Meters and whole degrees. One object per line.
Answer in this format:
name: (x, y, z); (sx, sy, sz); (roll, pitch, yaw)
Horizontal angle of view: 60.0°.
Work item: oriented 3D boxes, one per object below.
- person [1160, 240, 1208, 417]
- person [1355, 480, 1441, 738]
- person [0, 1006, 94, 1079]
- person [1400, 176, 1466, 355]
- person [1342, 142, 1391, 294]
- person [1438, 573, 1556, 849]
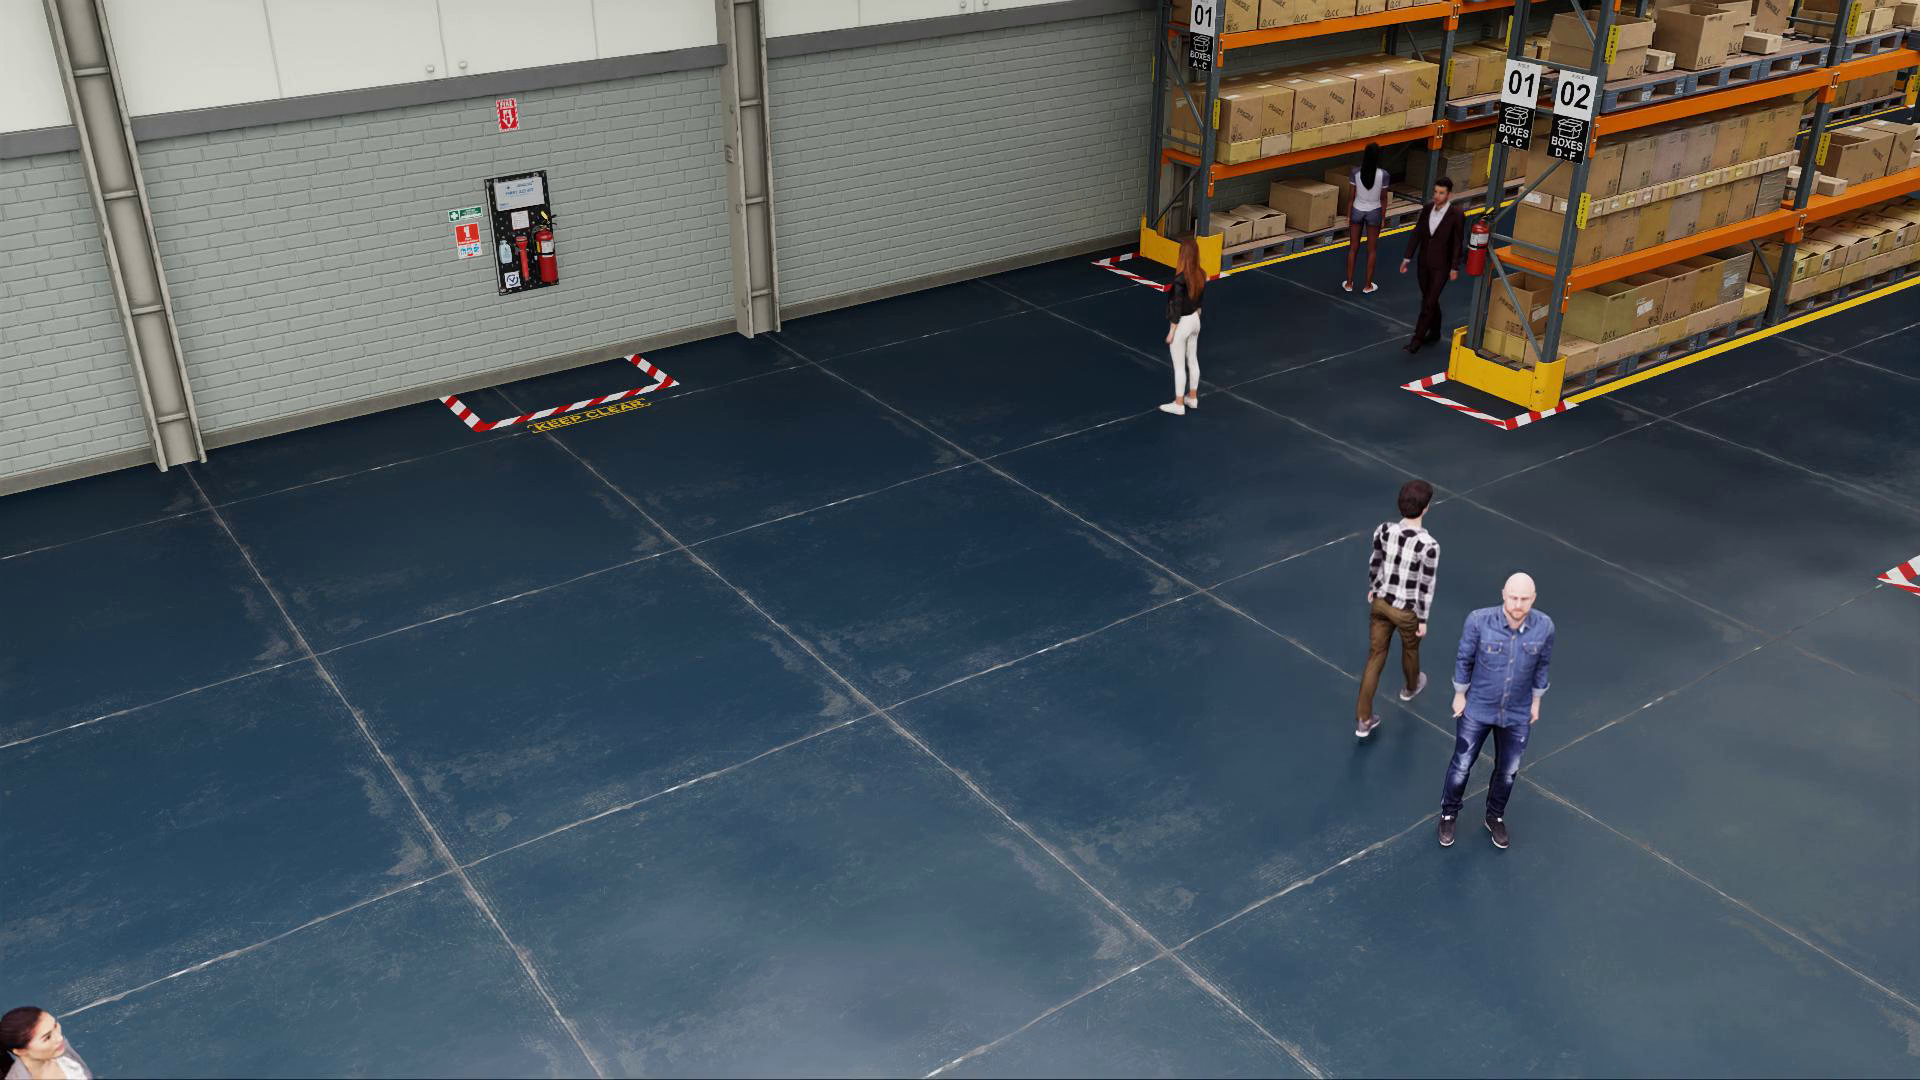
person: (2.153, -2.041, 15.898); (0.699, 1.704, 0.521); (24, 36, 38)
person: (2.837, 0.484, 10.935); (0.856, 1.759, 1.205); (20, 34, 34)
person: (-3.730, 2.595, 6.926); (0.771, 1.675, 0.732); (1, 27, 2)
person: (5.016, -2.898, 17.423); (1.058, 1.832, 0.733); (-19, 33, -32)
person: (4.658, -3.708, 19.108); (0.705, 1.730, 0.740); (9, 29, 18)
person: (3.179, 1.004, 9.852); (0.773, 1.824, 0.851); (3, 27, 5)
